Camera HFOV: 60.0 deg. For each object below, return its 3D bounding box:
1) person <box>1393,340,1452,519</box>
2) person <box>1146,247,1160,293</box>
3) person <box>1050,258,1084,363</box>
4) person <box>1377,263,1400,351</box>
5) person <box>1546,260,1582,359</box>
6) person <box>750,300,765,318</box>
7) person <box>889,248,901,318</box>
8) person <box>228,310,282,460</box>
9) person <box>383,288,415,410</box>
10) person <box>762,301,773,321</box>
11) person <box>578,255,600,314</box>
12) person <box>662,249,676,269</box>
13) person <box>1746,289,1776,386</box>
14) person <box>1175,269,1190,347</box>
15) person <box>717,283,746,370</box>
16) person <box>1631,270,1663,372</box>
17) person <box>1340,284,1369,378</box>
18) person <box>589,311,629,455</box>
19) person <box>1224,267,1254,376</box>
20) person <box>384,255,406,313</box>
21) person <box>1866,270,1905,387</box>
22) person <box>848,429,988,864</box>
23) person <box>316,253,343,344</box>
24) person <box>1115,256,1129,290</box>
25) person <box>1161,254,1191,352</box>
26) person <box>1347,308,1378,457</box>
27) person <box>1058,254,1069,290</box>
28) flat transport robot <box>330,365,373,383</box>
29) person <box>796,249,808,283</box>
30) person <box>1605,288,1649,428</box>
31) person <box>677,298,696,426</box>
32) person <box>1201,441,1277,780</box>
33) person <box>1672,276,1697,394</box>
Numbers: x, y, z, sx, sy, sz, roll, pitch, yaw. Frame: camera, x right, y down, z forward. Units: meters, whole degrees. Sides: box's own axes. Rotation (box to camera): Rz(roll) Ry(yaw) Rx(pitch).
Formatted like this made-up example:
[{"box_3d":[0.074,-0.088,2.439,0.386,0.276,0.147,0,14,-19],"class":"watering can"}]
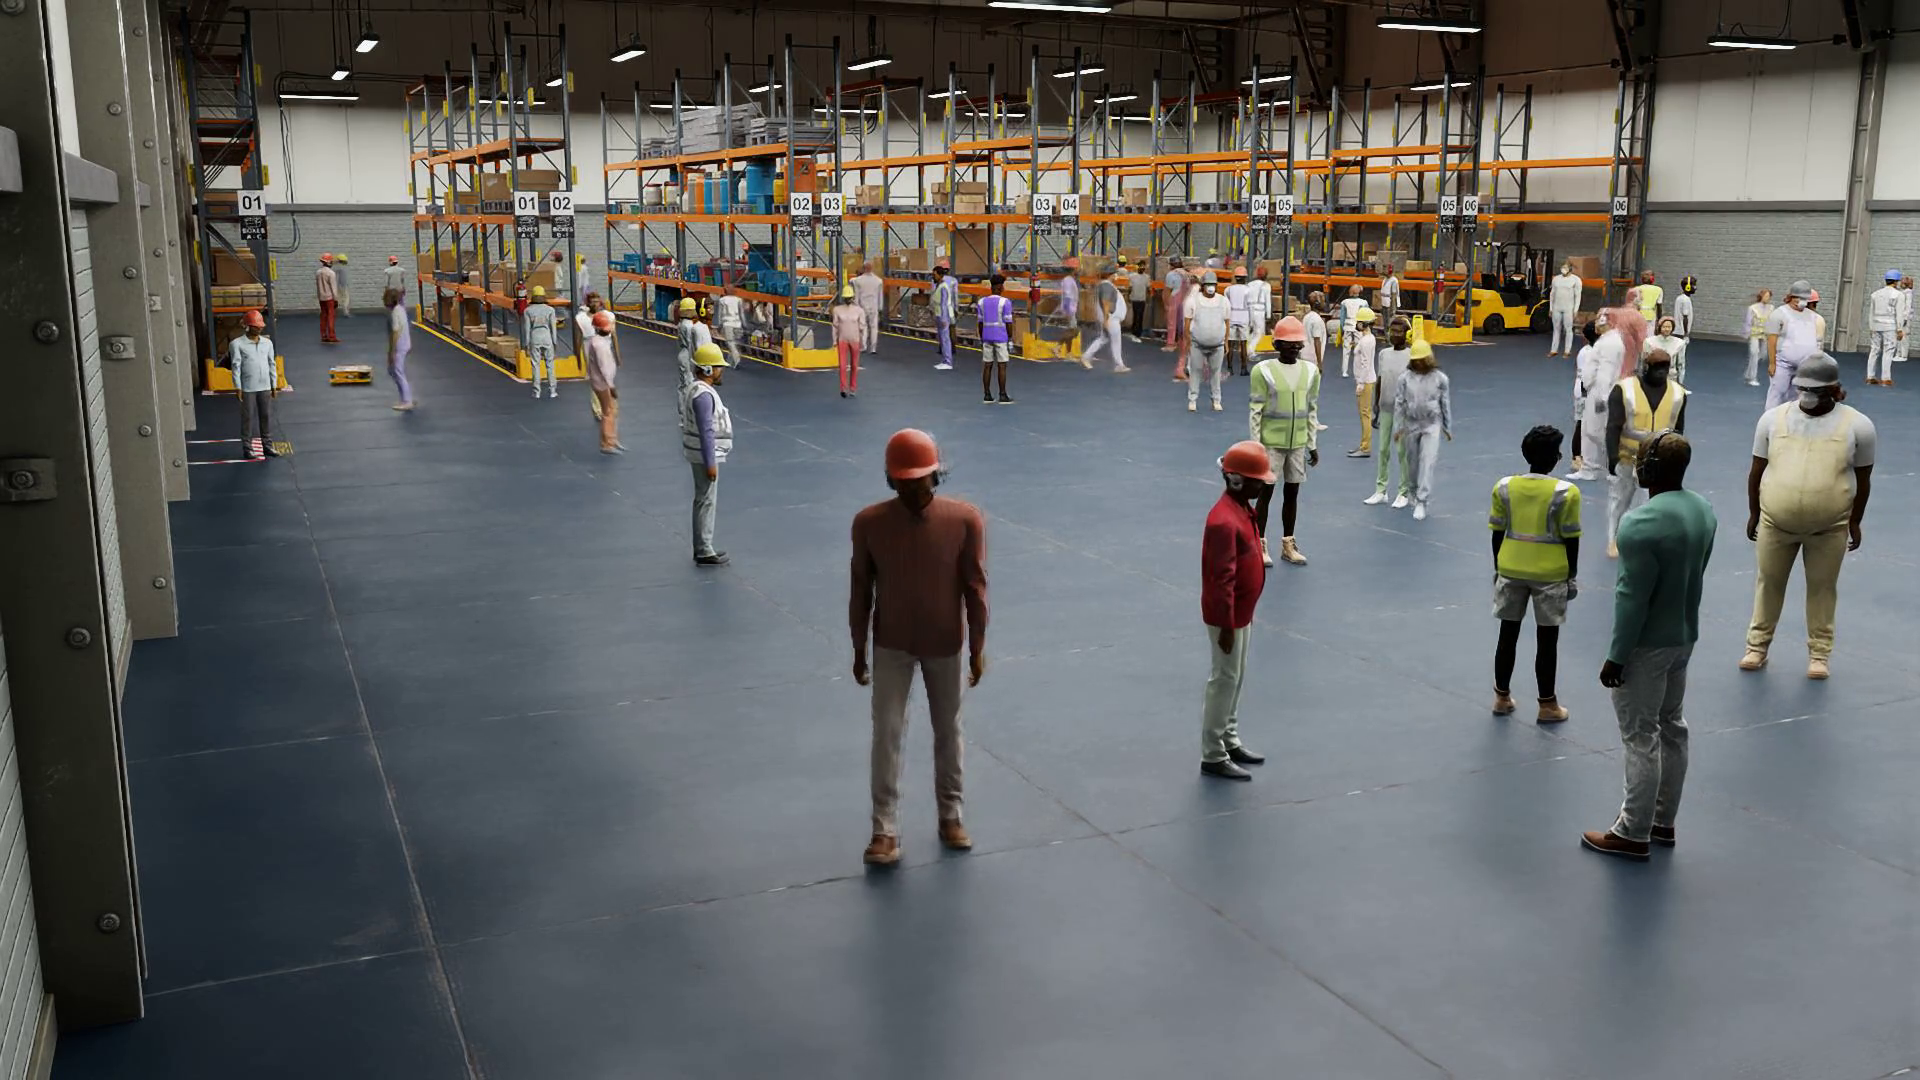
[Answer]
[{"box_3d":[4.443,-1.089,15.967,0.537,1.689,0.868,4,12,20],"class":"person"},{"box_3d":[4.888,-6.447,42.331,0.405,2.036,0.607,-3,11,-14],"class":"person"},{"box_3d":[2.103,-4.402,31.945,0.542,2.023,0.604,2,11,9],"class":"person"},{"box_3d":[8.950,-4.835,34.638,0.393,1.836,0.561,-1,11,-7],"class":"person"},{"box_3d":[11.999,-4.575,33.042,0.370,1.940,0.627,-11,15,-43],"class":"person"},{"box_3d":[-5.526,-6.903,45.416,0.547,1.725,0.880,-6,13,-28],"class":"person"},{"box_3d":[-1.831,-7.083,45.872,0.408,1.906,0.654,-5,12,-24],"class":"person"},{"box_3d":[-8.266,-1.821,19.543,0.349,1.744,0.564,8,13,34],"class":"person"},{"box_3d":[-8.207,-2.776,24.275,0.370,1.790,0.610,-3,12,-16],"class":"person"},{"box_3d":[-5.202,-6.773,44.335,0.398,1.899,0.636,-6,13,-29],"class":"person"},{"box_3d":[-10.363,-7.059,46.214,0.747,1.726,0.567,2,11,10],"class":"person"},{"box_3d":[-8.419,-7.433,47.755,0.589,1.877,0.992,-3,12,-16],"class":"person"},{"box_3d":[13.364,-3.400,27.888,0.532,1.623,0.436,-2,11,-9],"class":"person"},{"box_3d":[4.753,-4.932,35.501,0.319,1.687,0.538,-2,11,-10],"class":"person"},{"box_3d":[-4.210,-3.959,30.791,0.513,1.598,0.843,-8,14,-37],"class":"person"},{"box_3d":[12.397,-3.955,30.144,0.565,1.838,0.387,5,12,24],"class":"person"},{"box_3d":[6.898,-3.649,29.100,0.518,1.640,0.307,7,13,33],"class":"person"},{"box_3d":[-4.210,-1.873,19.861,0.392,1.738,0.588,-2,11,-8],"class":"person"},{"box_3d":[4.940,-3.874,29.518,0.546,1.925,0.428,4,12,19],"class":"person"},{"box_3d":[-14.930,-6.635,43.973,0.569,1.755,0.318,-9,14,-38],"class":"person"},{"box_3d":[15.428,-3.524,27.705,0.414,1.940,0.611,-4,12,-20],"class":"person"},{"box_3d":[-0.183,0.476,7.358,0.620,1.958,0.672,0,11,0],"class":"person"},{"box_3d":[-13.951,-5.329,36.757,0.622,1.989,0.406,7,13,32],"class":"person"},{"box_3d":[4.219,-6.541,43.475,0.308,1.769,0.525,-8,14,-36],"class":"person"},{"box_3d":[4.479,-4.956,34.717,0.687,2.000,0.535,-10,15,-42],"class":"person"},{"box_3d":[4.765,-1.858,19.676,0.308,1.769,0.524,3,12,16],"class":"person"},{"box_3d":[3.208,-7.803,50.210,0.511,1.641,0.309,-3,11,-13],"class":"person"},{"box_3d":[-10.443,-2.851,28.534,0.652,0.197,1.431,-4,12,-17],"class":"flat transport robot"},{"box_3d":[-5.059,-8.280,52.381,0.575,1.739,0.348,-2,11,-12],"class":"person"},{"box_3d":[9.037,-2.434,22.345,0.845,1.869,0.660,-1,11,-5],"class":"person"},{"box_3d":[-3.648,-2.389,22.426,0.297,1.745,0.484,-6,13,-28],"class":"person"},{"box_3d":[1.417,0.356,8.501,0.355,1.738,0.574,4,12,19],"class":"person"},{"box_3d":[11.565,-3.273,26.604,0.309,1.868,0.535,2,11,9],"class":"person"}]
